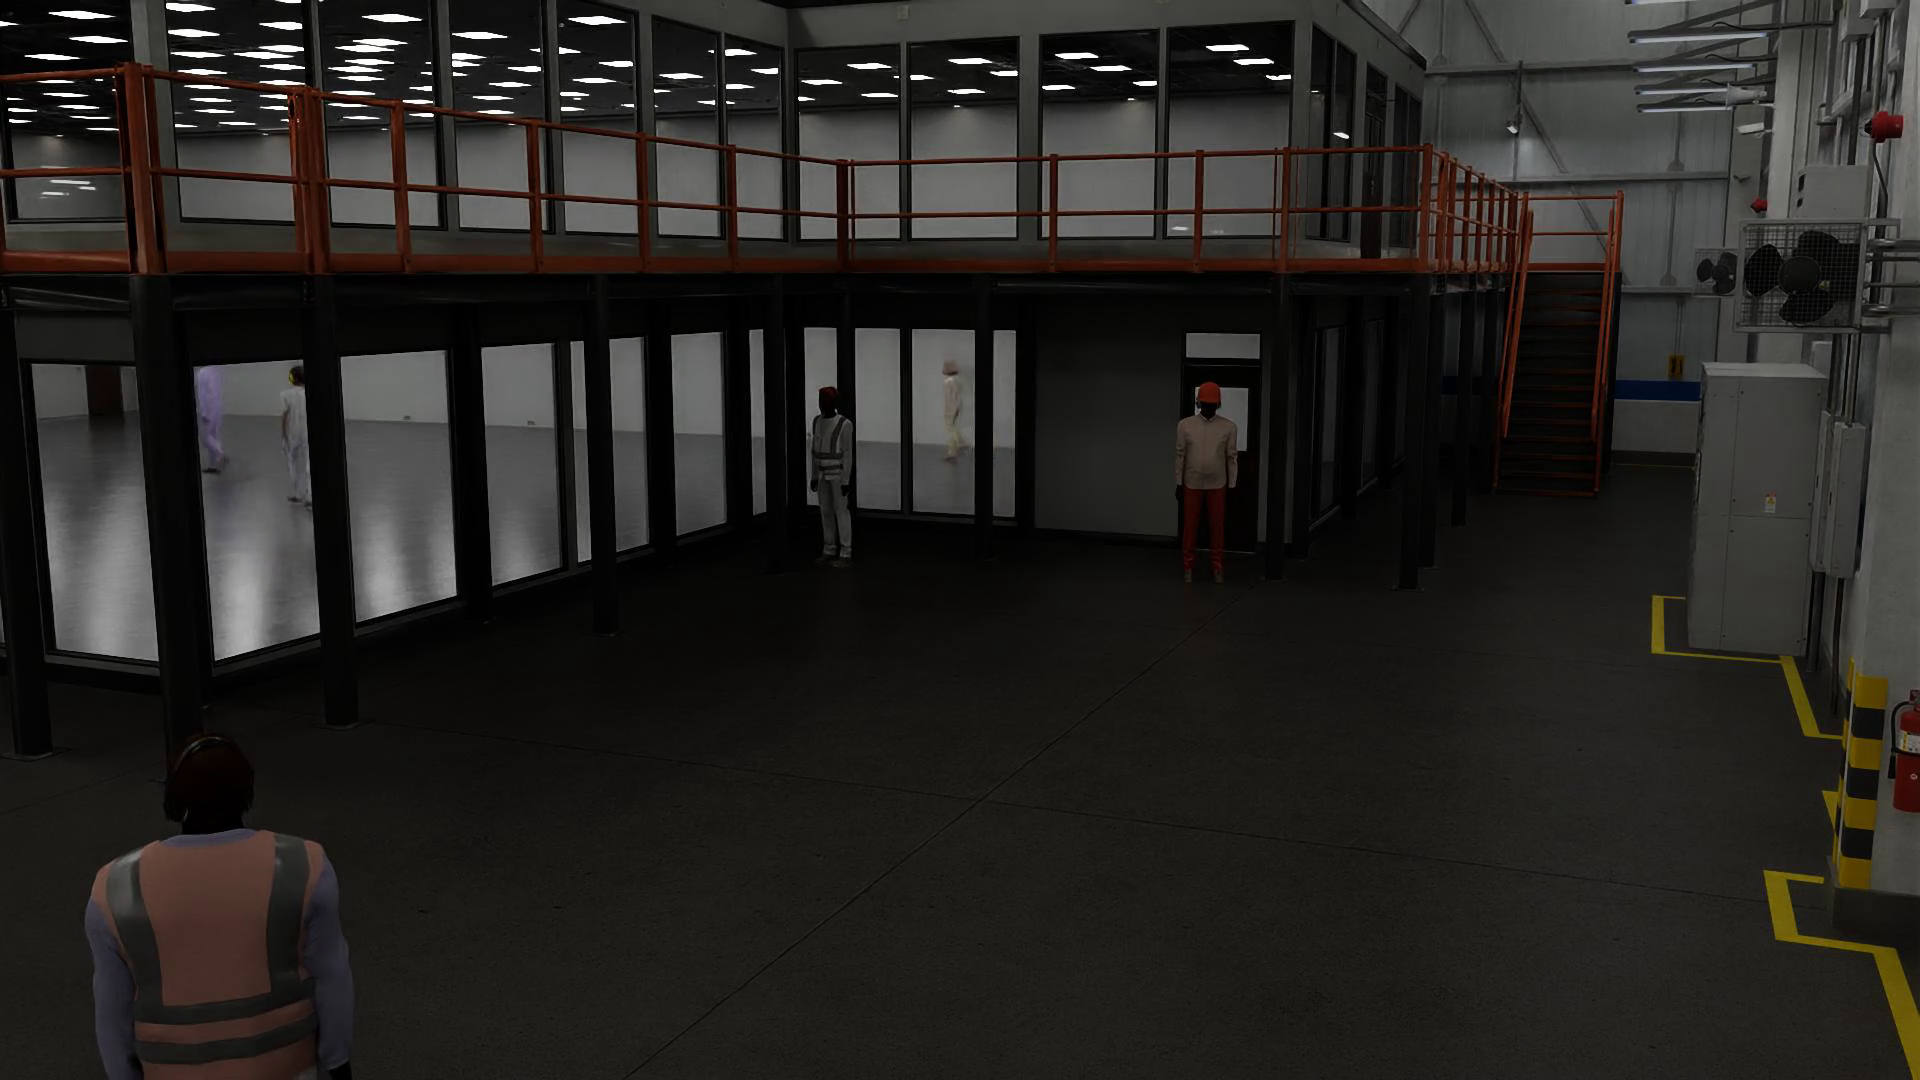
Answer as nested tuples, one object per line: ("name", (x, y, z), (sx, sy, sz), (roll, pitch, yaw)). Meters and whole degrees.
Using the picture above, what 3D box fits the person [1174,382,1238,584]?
("person", (2.399, -0.552, 16.235), (0.612, 1.986, 0.406), (1, 9, 6))

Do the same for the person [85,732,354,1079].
("person", (-1.968, 1.418, 4.506), (0.633, 1.845, 0.429), (-3, 10, -18))

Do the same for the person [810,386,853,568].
("person", (-1.326, -0.648, 17.167), (0.577, 1.876, 0.347), (9, 13, 44))
